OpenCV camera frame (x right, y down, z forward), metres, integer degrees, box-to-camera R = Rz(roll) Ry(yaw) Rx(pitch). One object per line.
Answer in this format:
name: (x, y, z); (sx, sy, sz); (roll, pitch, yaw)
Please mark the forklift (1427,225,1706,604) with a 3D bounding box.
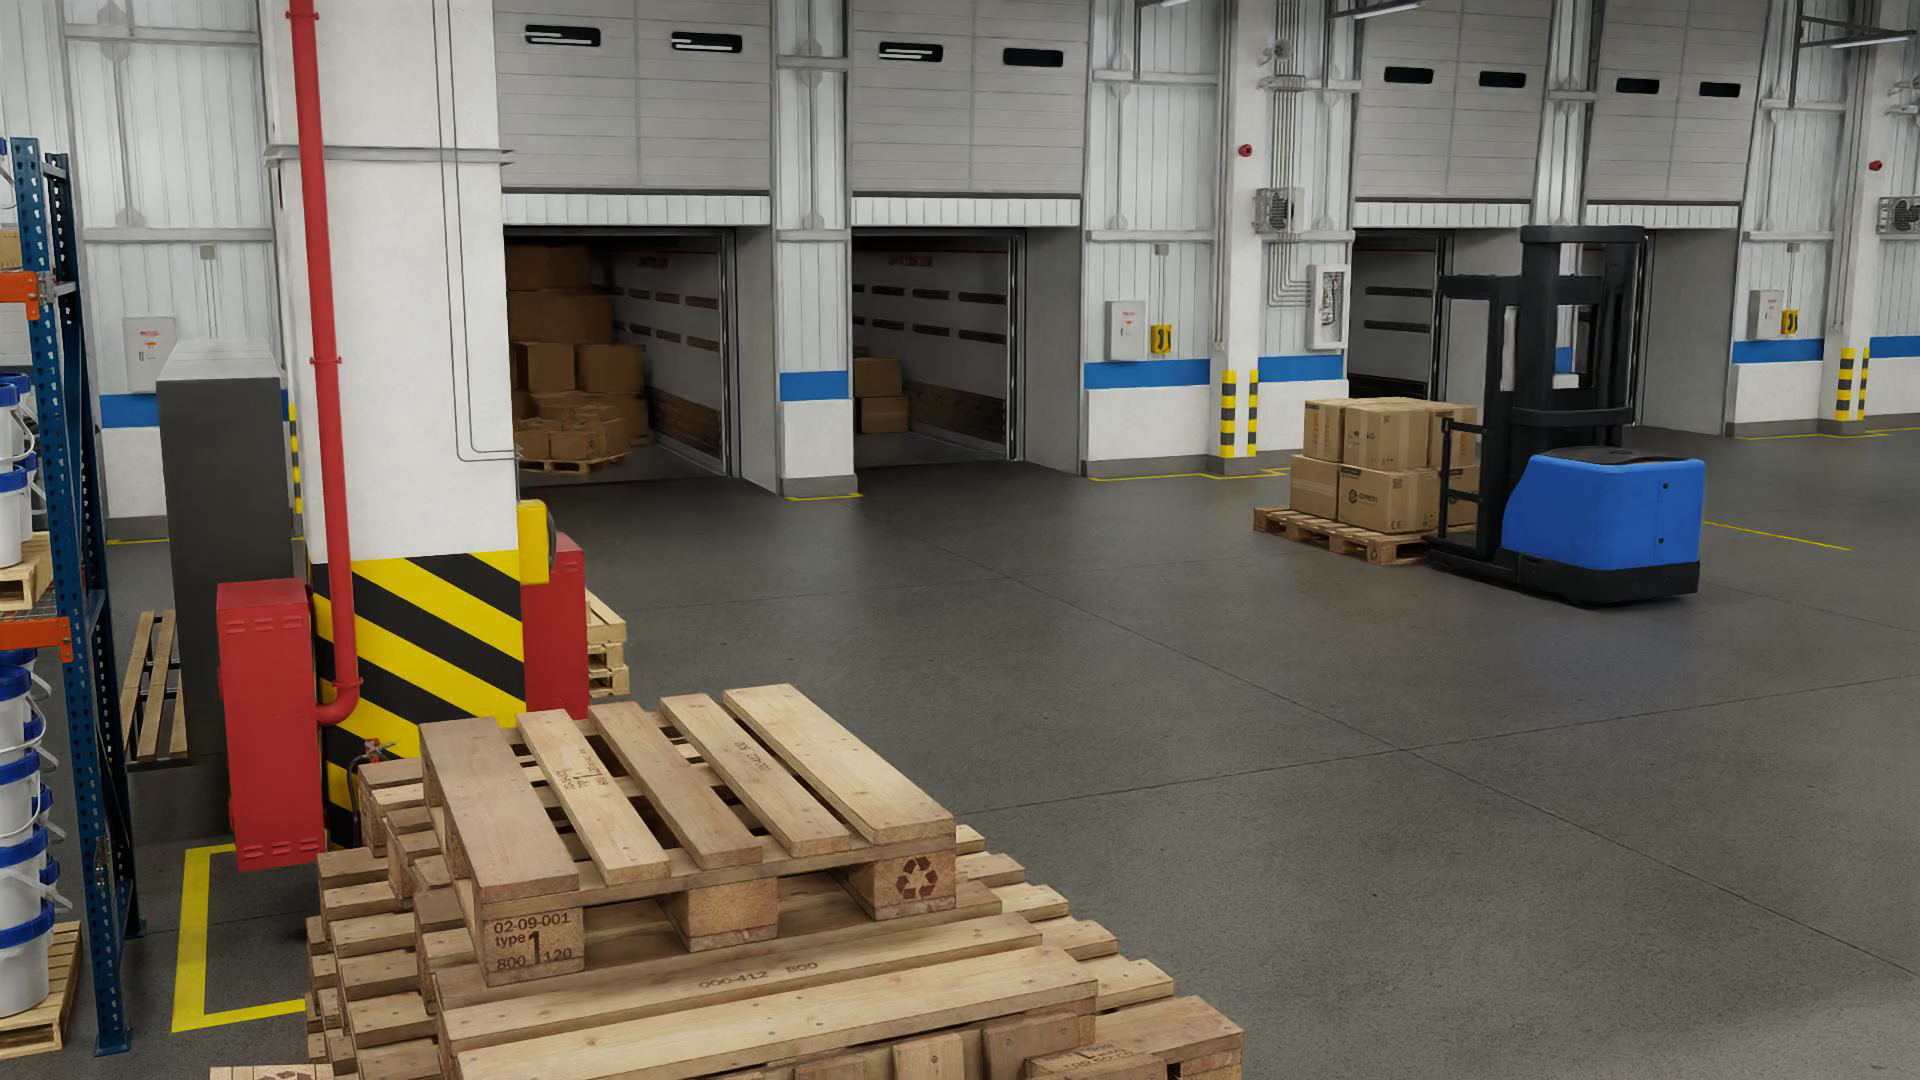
forklift: (4.762, -1.043, 12.937); (1.129, 2.768, 1.873); (-4, 11, -23)
